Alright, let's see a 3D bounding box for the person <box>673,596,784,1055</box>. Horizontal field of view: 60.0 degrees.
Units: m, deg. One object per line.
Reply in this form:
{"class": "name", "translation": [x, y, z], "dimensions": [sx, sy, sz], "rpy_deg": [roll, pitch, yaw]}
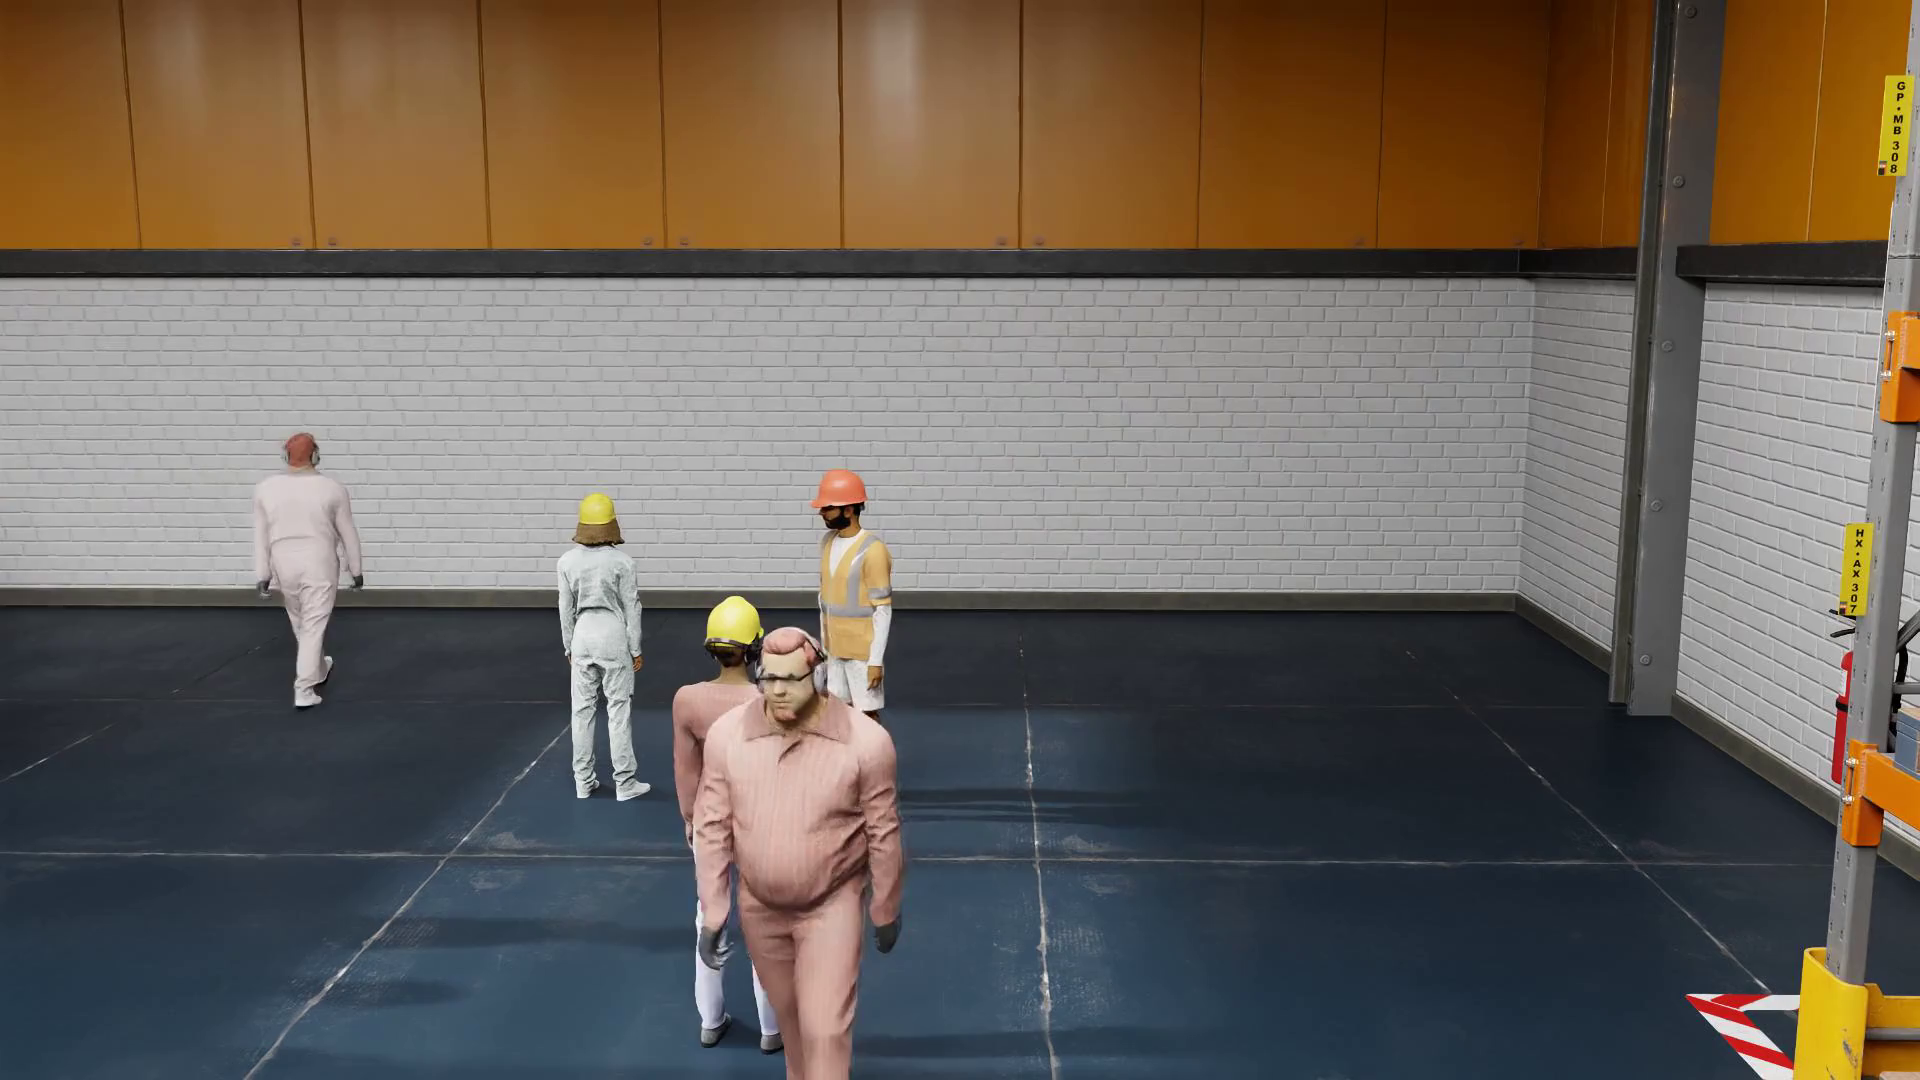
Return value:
{"class": "person", "translation": [-0.837, 1.090, 6.359], "dimensions": [0.523, 1.772, 0.302], "rpy_deg": [3, 10, 16]}

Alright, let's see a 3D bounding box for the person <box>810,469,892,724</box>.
{"class": "person", "translation": [-0.599, 0.577, 8.934], "dimensions": [0.376, 1.934, 0.548], "rpy_deg": [-8, 12, -38]}

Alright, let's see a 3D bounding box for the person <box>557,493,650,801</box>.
{"class": "person", "translation": [-2.008, 0.601, 9.360], "dimensions": [0.487, 1.746, 0.288], "rpy_deg": [2, 10, 13]}

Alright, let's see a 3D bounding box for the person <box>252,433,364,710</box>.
{"class": "person", "translation": [-4.469, 0.186, 11.508], "dimensions": [0.665, 1.851, 0.994], "rpy_deg": [0, 9, -2]}

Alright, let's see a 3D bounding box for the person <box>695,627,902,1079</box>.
{"class": "person", "translation": [-0.551, 1.212, 5.324], "dimensions": [0.646, 1.869, 0.912], "rpy_deg": [3, 10, 15]}
